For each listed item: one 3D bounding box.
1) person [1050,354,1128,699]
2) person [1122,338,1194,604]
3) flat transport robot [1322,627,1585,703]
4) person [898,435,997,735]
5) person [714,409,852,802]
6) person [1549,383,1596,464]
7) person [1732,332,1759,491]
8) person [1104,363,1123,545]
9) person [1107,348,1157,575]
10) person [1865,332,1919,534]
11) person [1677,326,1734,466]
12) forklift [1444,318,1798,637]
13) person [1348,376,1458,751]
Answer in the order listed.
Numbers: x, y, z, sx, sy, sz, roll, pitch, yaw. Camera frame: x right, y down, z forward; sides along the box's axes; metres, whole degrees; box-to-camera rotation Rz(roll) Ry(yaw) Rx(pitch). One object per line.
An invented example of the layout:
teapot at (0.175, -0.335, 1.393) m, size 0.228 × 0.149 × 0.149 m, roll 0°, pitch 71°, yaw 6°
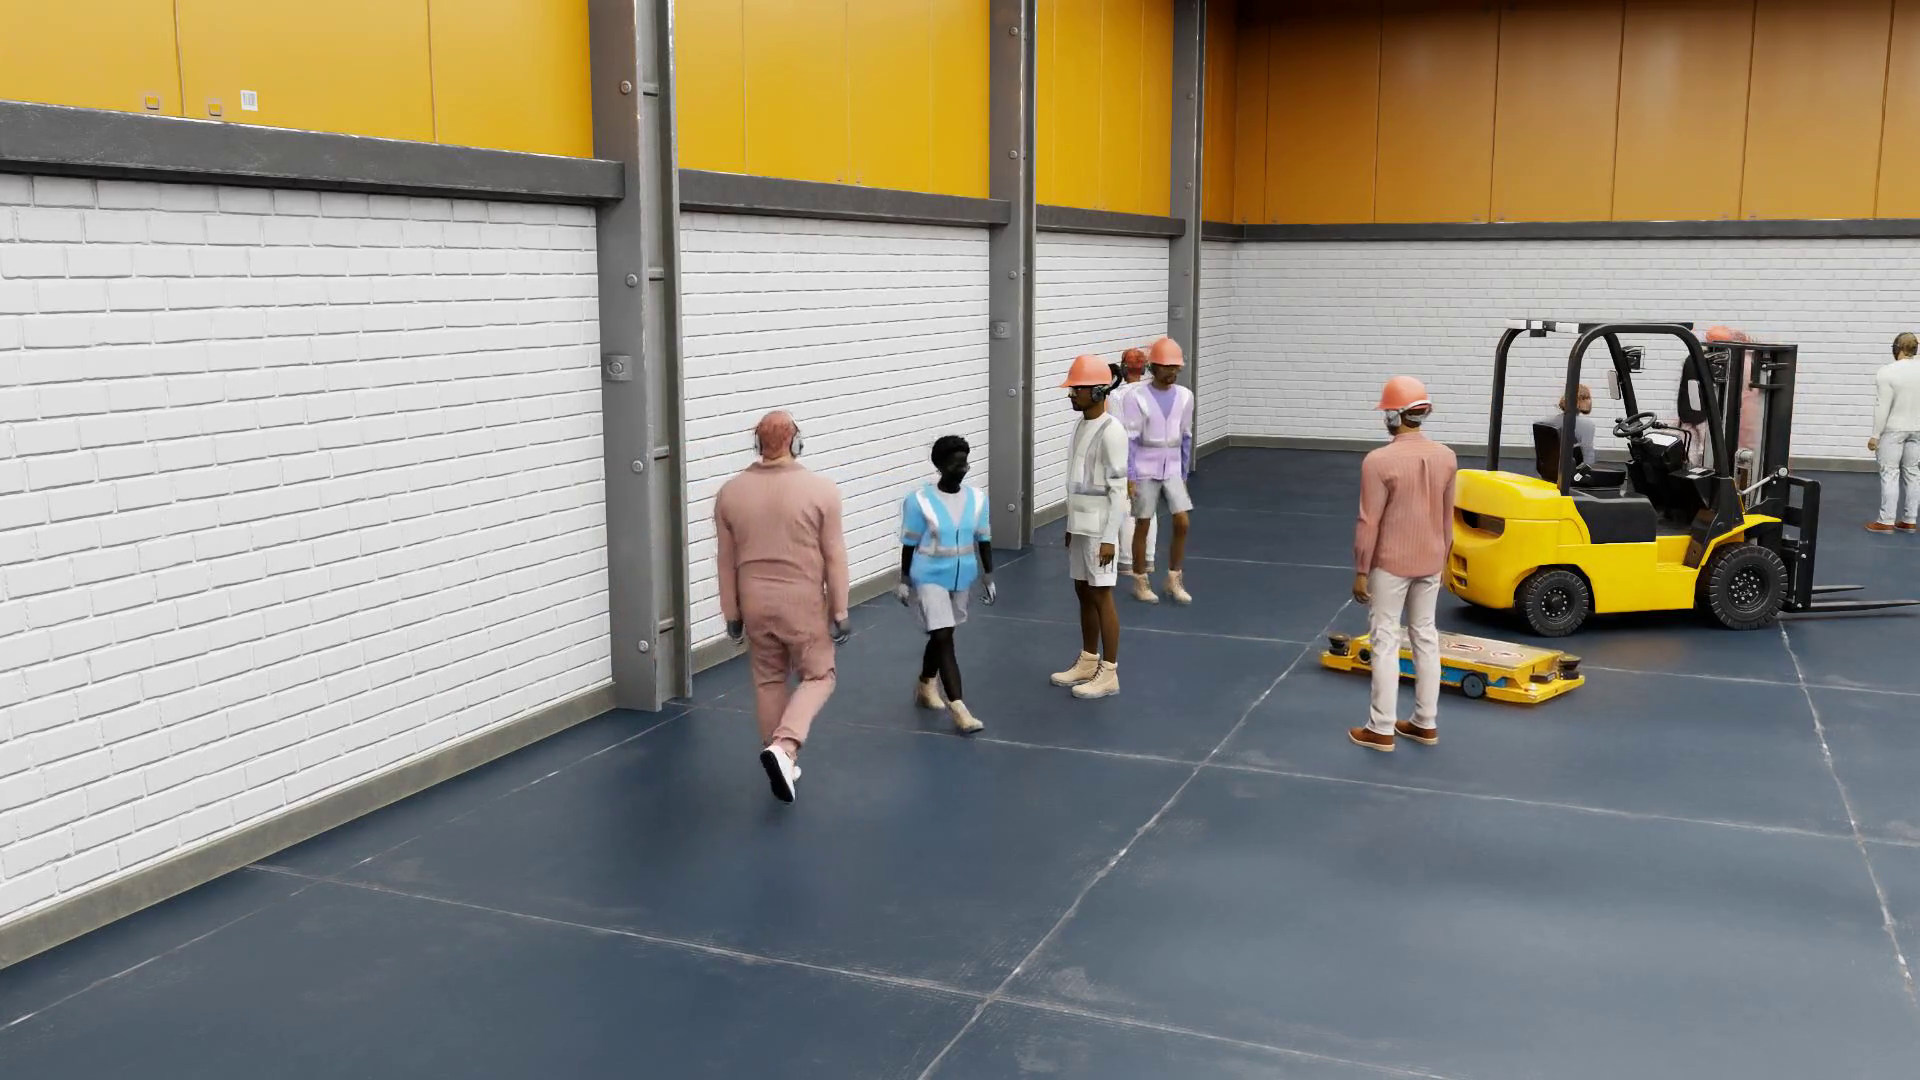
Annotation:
person at (0.767, -0.081, 9.925) m, size 0.373 × 2.042 × 0.614 m, roll -3°, pitch 10°, yaw -19°
person at (1.508, -0.494, 12.511) m, size 0.634 × 2.021 × 0.659 m, roll -3°, pitch 10°, yaw -19°
flat transport robot at (3.034, 0.743, 10.287) m, size 1.431 × 0.197 × 0.652 m, roll 9°, pitch 13°, yaw 44°
person at (-0.064, 0.226, 9.284) m, size 0.538 × 1.636 × 0.918 m, roll -6°, pitch 11°, yaw -31°
person at (-0.855, 0.323, 7.934) m, size 0.660 × 1.889 × 0.626 m, roll 3°, pitch 10°, yaw 18°
person at (5.076, -0.480, 13.639) m, size 0.752 × 1.600 × 0.523 m, roll -5°, pitch 11°, yaw -28°
person at (8.456, -1.328, 18.083) m, size 0.714 × 1.850 × 0.899 m, roll -4°, pitch 10°, yaw -24°
person at (1.365, -0.745, 15.035) m, size 0.539 × 1.690 × 0.319 m, roll -1°, pitch 9°, yaw -6°
person at (1.436, -0.647, 13.842) m, size 0.573 × 1.883 × 0.355 m, roll -6°, pitch 11°, yaw -33°
person at (9.003, -1.020, 15.931) m, size 0.634 × 1.938 × 0.354 m, roll -2°, pitch 10°, yaw -12°
person at (7.660, -1.227, 17.177) m, size 0.504 × 1.947 × 0.745 m, roll -3°, pitch 10°, yaw -20°
forklift at (4.706, -0.497, 11.990) m, size 2.313 × 2.155 × 1.214 m, roll -2°, pitch 10°, yaw -10°
person at (2.350, 0.124, 8.855) m, size 0.624 × 1.990 × 0.403 m, roll -4°, pitch 10°, yaw -25°
